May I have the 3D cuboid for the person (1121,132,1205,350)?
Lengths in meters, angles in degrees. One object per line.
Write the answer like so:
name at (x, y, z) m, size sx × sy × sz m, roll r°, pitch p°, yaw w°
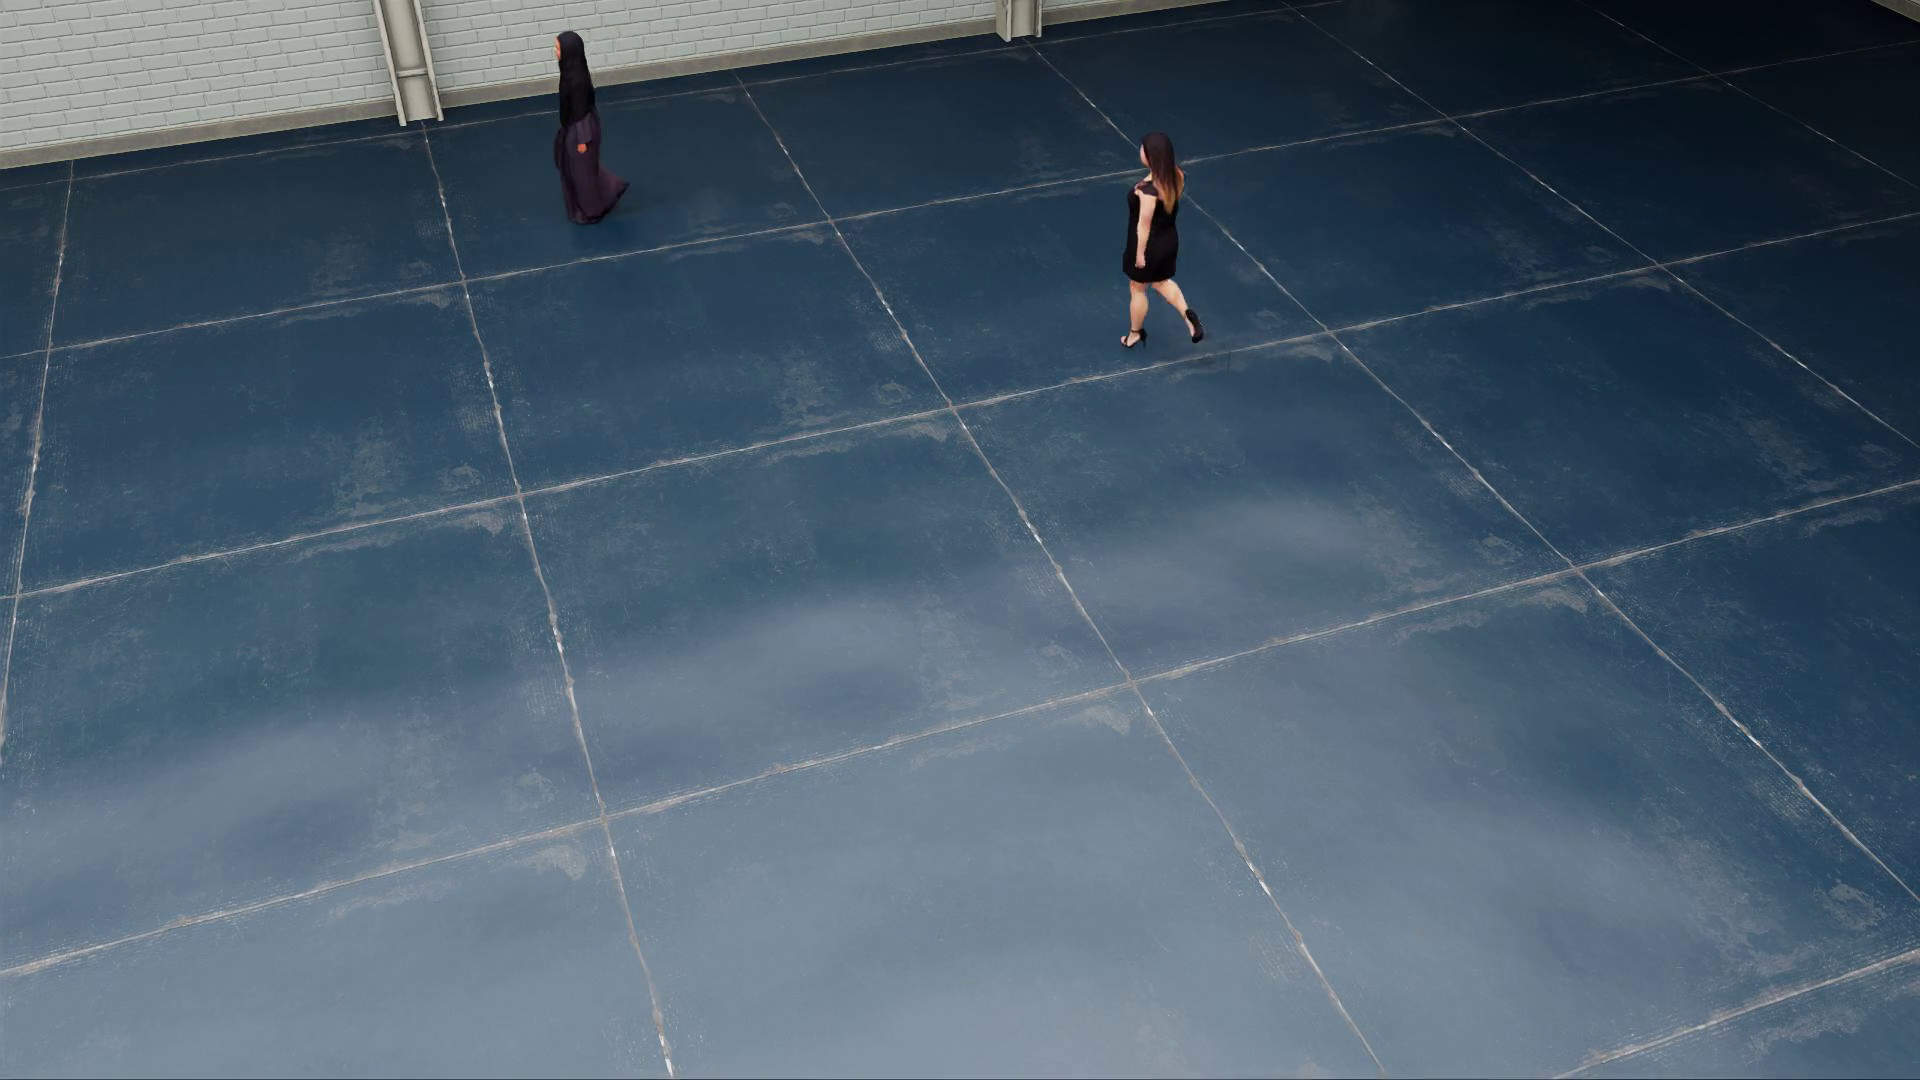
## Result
person at (1.434, -2.035, 11.685) m, size 0.967 × 1.698 × 0.955 m, roll 25°, pitch 45°, yaw 29°

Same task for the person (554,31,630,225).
person at (-2.984, -3.328, 13.413) m, size 0.819 × 1.604 × 0.652 m, roll -8°, pitch 39°, yaw -11°
